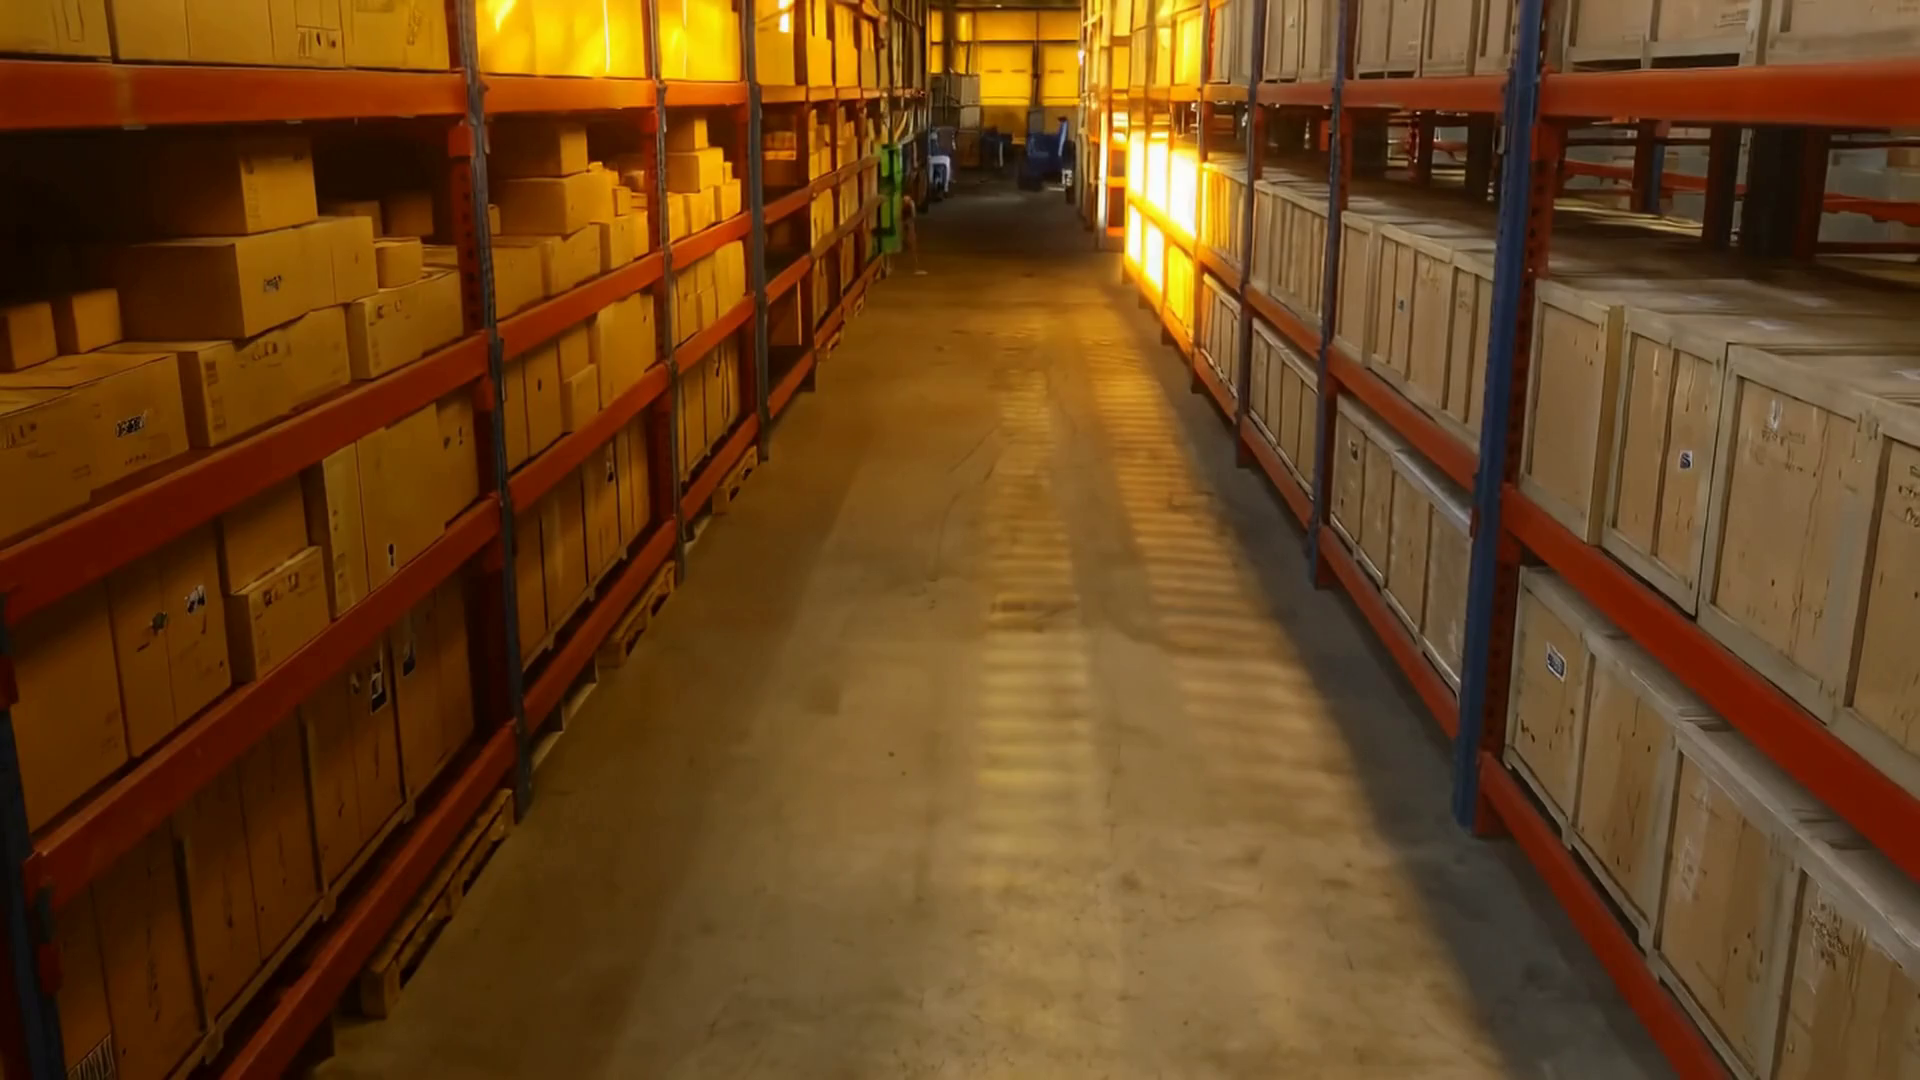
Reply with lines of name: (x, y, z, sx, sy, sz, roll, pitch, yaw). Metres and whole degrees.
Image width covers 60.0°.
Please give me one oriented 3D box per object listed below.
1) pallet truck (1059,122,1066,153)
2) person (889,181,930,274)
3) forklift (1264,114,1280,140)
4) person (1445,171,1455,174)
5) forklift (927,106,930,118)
pallet truck: (5.788, -21.111, 88.014, 1.885, 1.965, 0.823, 5, 16, 18)
person: (-1.070, -6.116, 32.574, 0.869, 1.819, 0.574, 1, 15, 5)
forklift: (11.019, -13.922, 59.590, 1.129, 2.768, 1.873, 0, 15, 2)
person: (9.443, -6.060, 31.970, 0.861, 2.022, 0.618, 1, 15, 4)
forklift: (-1.919, -21.447, 87.590, 1.129, 2.768, 1.873, 0, 15, 2)
